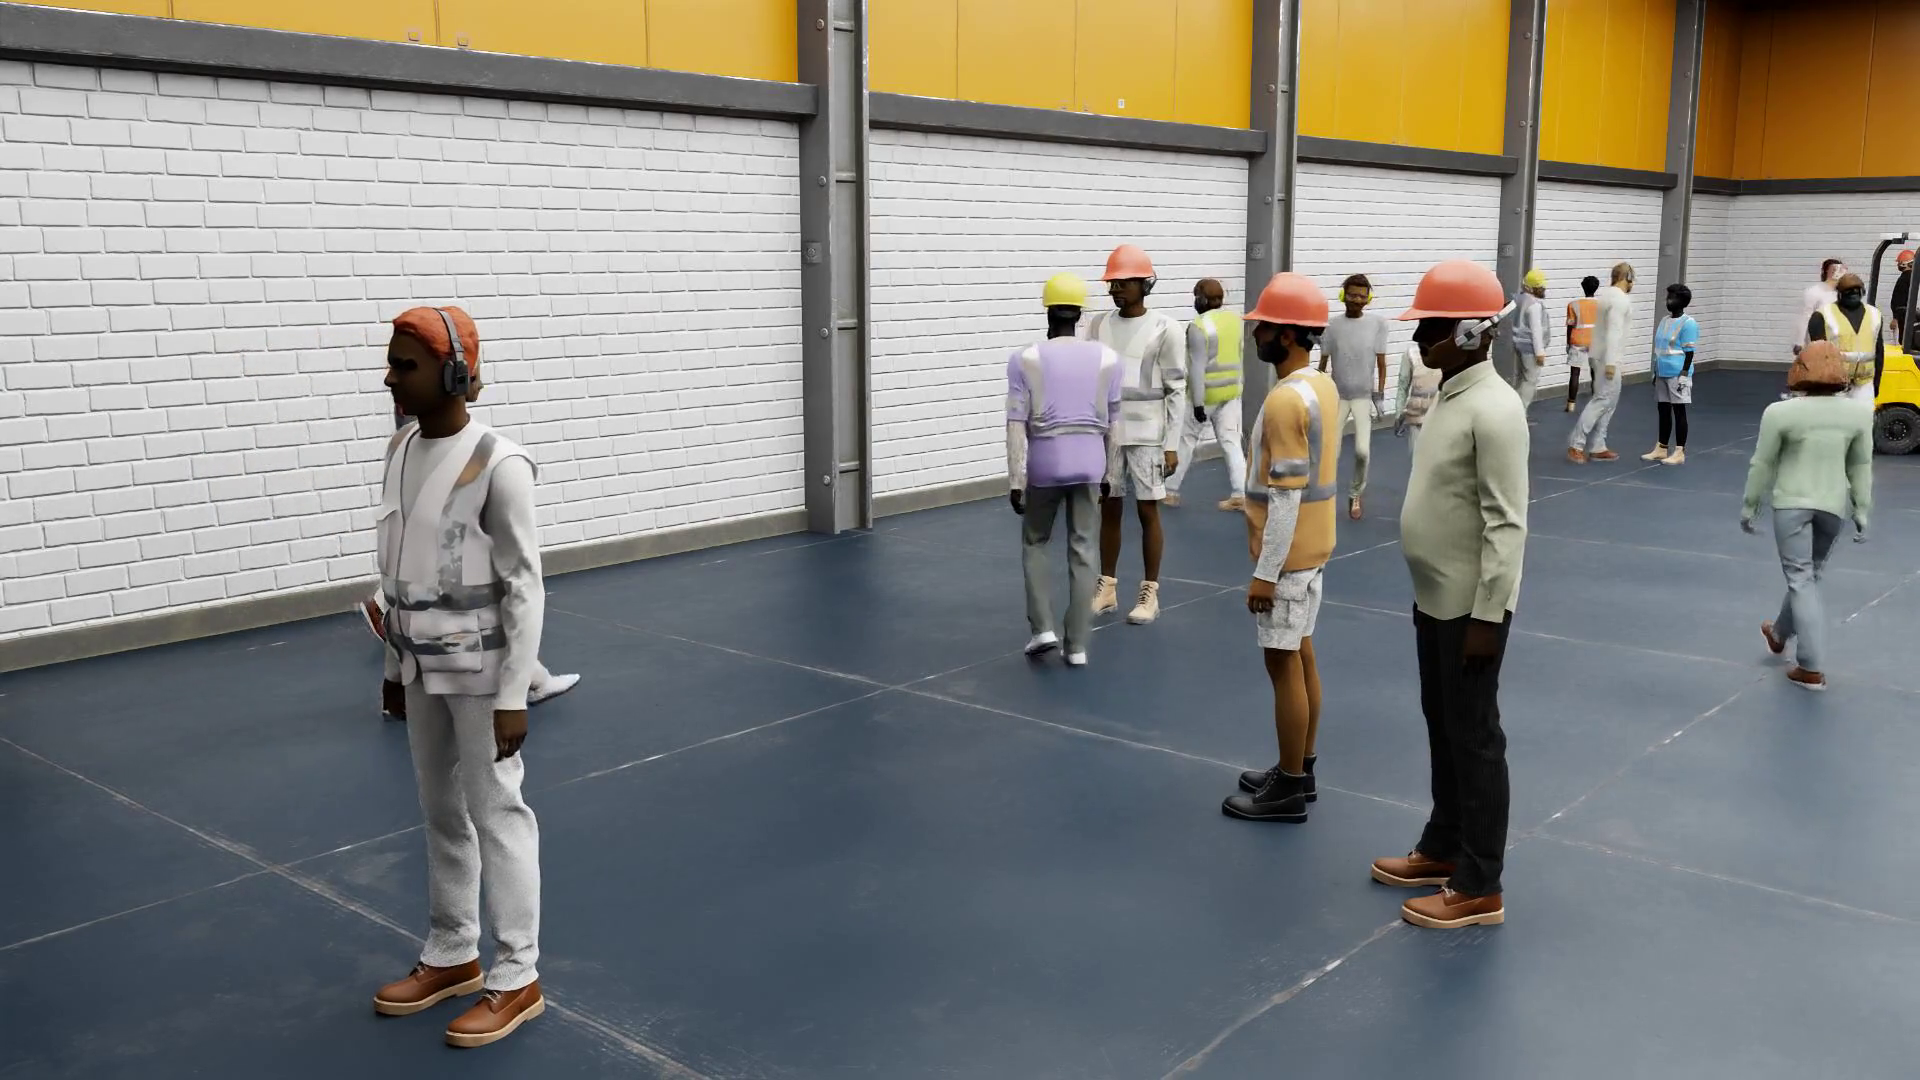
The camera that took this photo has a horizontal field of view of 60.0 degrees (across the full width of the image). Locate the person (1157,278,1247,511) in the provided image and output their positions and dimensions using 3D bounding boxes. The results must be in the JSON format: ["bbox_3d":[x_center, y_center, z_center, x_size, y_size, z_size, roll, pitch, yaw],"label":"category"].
[{"bbox_3d":[1.914,-1.126,12.939,0.634,1.795,0.932,-9,13,-41],"label":"person"}]

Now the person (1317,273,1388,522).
[{"bbox_3d":[2.849,-1.023,12.190,0.557,1.844,0.478,3,10,16],"label":"person"}]

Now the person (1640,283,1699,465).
[{"bbox_3d":[6.694,-1.555,15.635,0.318,1.699,0.535,-2,10,-11],"label":"person"}]

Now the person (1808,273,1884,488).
[{"bbox_3d":[7.515,-1.350,14.131,0.640,1.821,0.444,0,10,3],"label":"person"}]

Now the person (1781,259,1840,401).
[{"bbox_3d":[10.990,-2.617,21.159,0.603,1.877,0.935,-4,11,-20],"label":"person"}]

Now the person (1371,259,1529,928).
[{"bbox_3d":[1.479,0.164,5.000,0.397,1.992,0.621,0,10,0],"label":"person"}]

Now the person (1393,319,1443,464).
[{"bbox_3d":[3.405,-0.865,11.936,0.521,1.605,0.765,7,12,33],"label":"person"}]

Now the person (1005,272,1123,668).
[{"bbox_3d":[0.500,-0.334,8.093,0.597,1.911,0.501,-2,10,-9],"label":"person"}]

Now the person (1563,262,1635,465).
[{"bbox_3d":[6.052,-1.671,15.758,0.638,1.895,0.701,2,10,13],"label":"person"}]

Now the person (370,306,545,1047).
[{"bbox_3d":[-1.295,0.348,4.271,0.573,1.883,0.357,8,13,39],"label":"person"}]

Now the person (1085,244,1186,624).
[{"bbox_3d":[0.911,-0.562,8.995,0.609,2.044,0.393,7,12,35],"label":"person"}]

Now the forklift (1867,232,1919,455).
[{"bbox_3d":[9.955,-1.972,16.595,2.313,2.155,1.214,1,10,8],"label":"forklift"}]

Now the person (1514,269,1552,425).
[{"bbox_3d":[6.546,-2.195,19.052,0.410,1.788,0.681,1,10,8],"label":"person"}]

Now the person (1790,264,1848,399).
[{"bbox_3d":[10.467,-2.416,20.152,0.676,1.843,1.004,-4,11,-24],"label":"person"}]

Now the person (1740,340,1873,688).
[{"bbox_3d":[3.981,-0.148,7.901,0.523,1.585,0.825,0,10,1],"label":"person"}]

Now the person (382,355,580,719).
[{"bbox_3d":[-2.136,-0.024,7.200,0.851,1.591,0.529,-6,12,-31],"label":"person"}]

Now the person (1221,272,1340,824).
[{"bbox_3d":[1.146,0.033,5.895,0.347,1.943,0.544,4,11,23],"label":"person"}]

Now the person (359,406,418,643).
[{"bbox_3d":[-2.774,-0.271,8.567,0.717,1.607,0.509,-9,14,-42],"label":"person"}]

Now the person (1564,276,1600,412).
[{"bbox_3d":[7.744,-2.410,20.538,0.529,1.690,0.321,2,10,13],"label":"person"}]

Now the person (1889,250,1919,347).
[{"bbox_3d":[14.325,-3.397,25.277,0.611,1.995,0.375,-9,14,-43],"label":"person"}]
